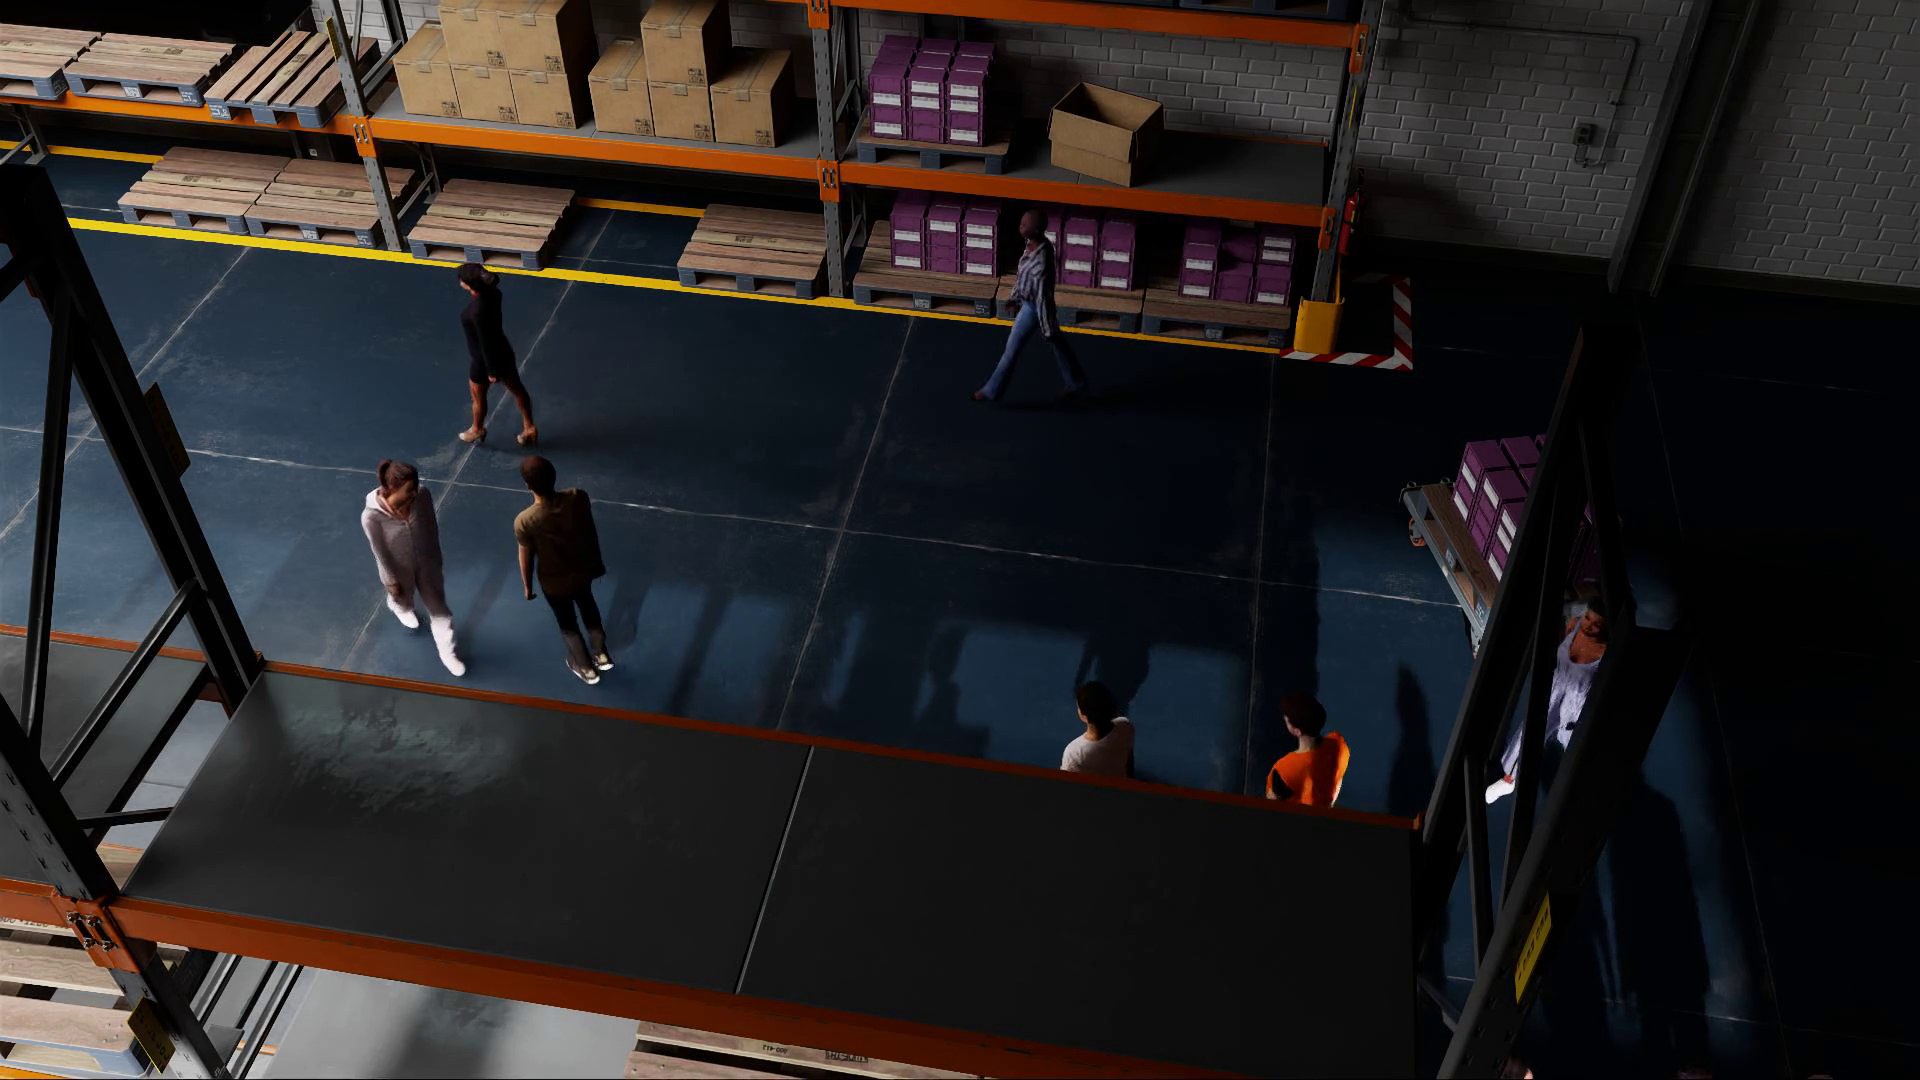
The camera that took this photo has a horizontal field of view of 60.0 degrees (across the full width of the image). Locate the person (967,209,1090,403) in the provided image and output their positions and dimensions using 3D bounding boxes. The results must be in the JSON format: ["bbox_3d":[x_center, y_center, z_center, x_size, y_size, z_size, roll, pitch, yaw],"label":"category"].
[{"bbox_3d":[0.668,-1.707,12.535,1.222,1.736,0.772,0,44,0],"label":"person"}]

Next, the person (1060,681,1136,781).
[{"bbox_3d":[0.799,1.456,9.235,0.897,1.709,0.963,-28,50,-26],"label":"person"}]

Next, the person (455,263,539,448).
[{"bbox_3d":[-3.341,-1.309,12.201,0.843,1.621,0.643,10,45,10],"label":"person"}]

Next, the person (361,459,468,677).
[{"bbox_3d":[-3.585,0.112,10.690,1.020,1.648,1.110,-27,50,-26],"label":"person"}]

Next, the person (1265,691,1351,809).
[{"bbox_3d":[1.878,1.583,8.997,0.997,1.854,1.087,-26,50,-25],"label":"person"}]

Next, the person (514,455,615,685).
[{"bbox_3d":[-2.408,0.260,10.396,0.821,1.840,0.875,-28,50,-27],"label":"person"}]

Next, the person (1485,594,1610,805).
[{"bbox_3d":[3.696,0.920,9.838,1.177,1.654,1.041,-22,48,-21],"label":"person"}]
